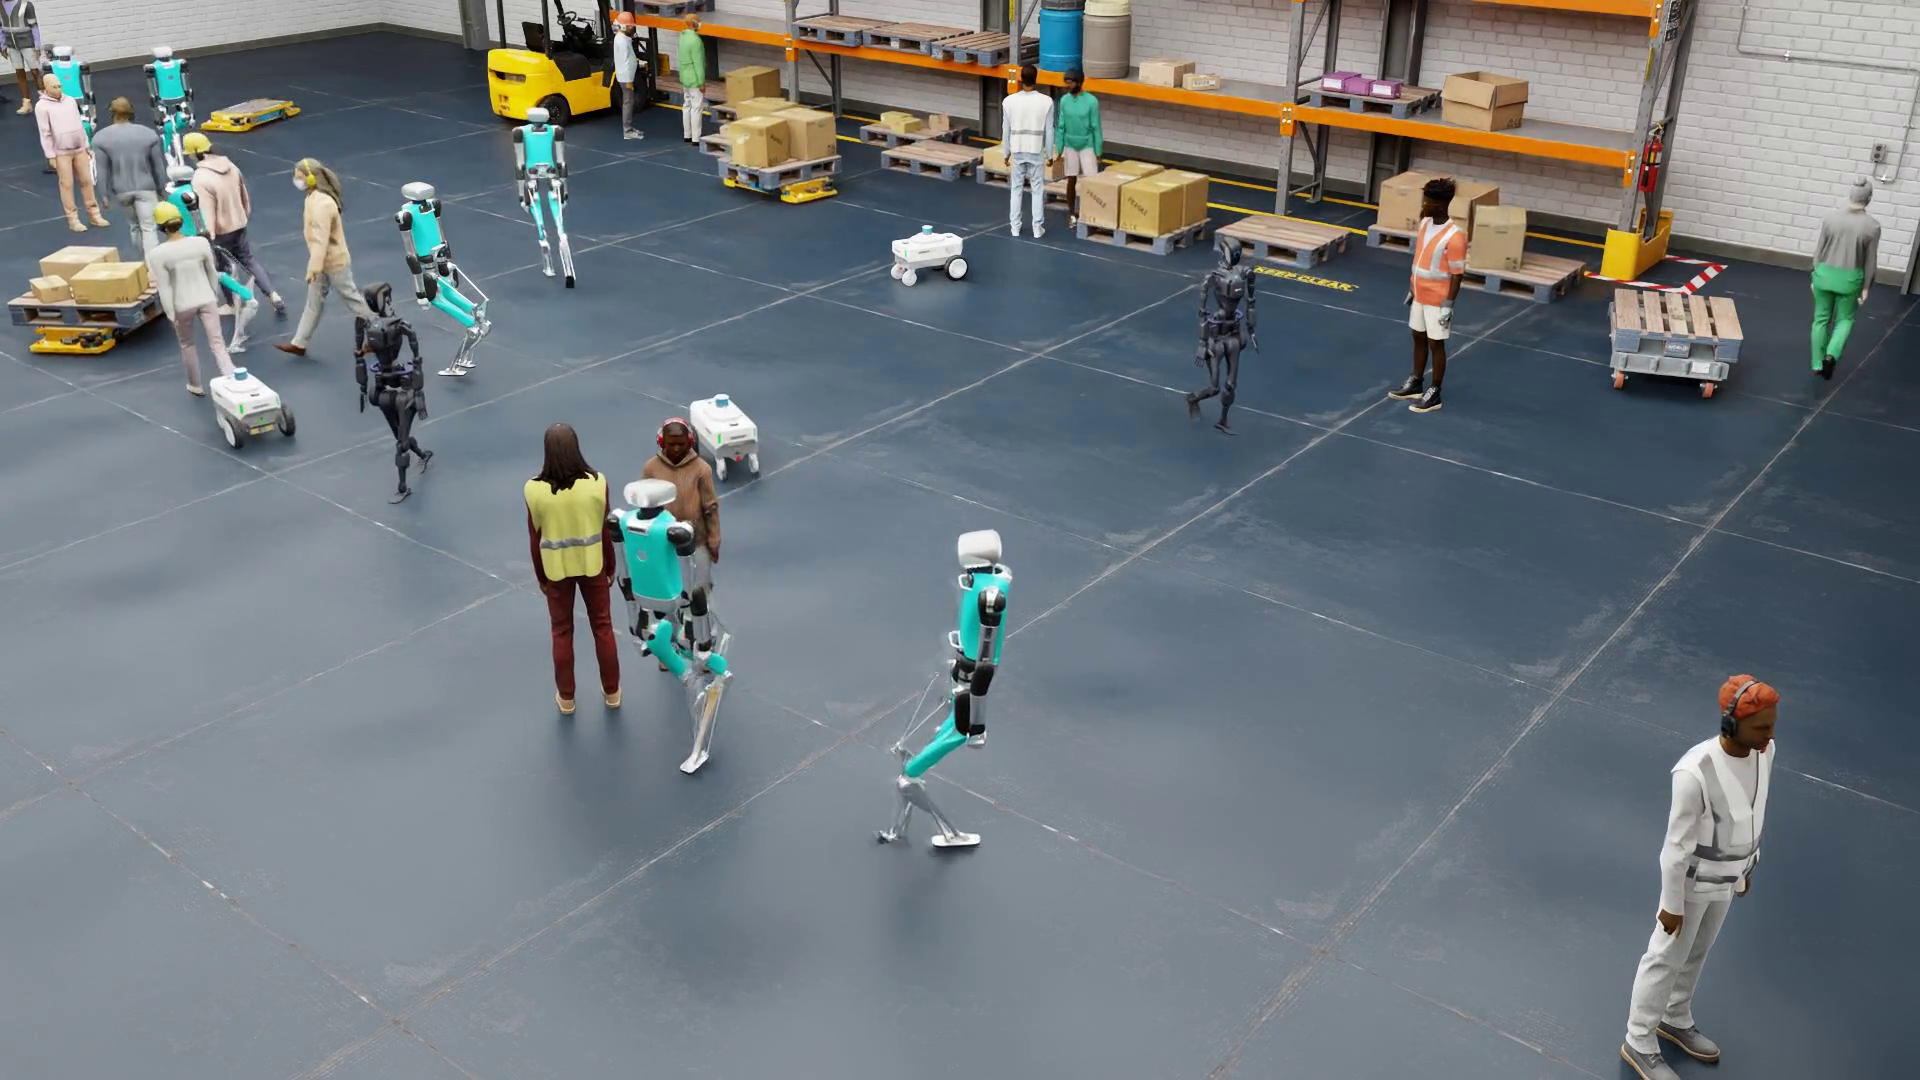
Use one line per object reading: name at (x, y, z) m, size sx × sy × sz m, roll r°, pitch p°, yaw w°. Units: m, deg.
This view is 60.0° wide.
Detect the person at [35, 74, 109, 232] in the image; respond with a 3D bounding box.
person at (-10.222, -4.436, 19.028) m, size 0.408 × 1.773 × 0.542 m, roll 15°, pitch 29°, yaw 27°

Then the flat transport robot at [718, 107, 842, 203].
flat transport robot at (-2.254, -4.474, 20.836) m, size 1.431 × 0.231 × 0.659 m, roll 23°, pitch 34°, yaw 39°

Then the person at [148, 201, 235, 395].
person at (-6.441, -1.975, 13.972) m, size 0.521 × 1.732 × 0.826 m, roll -20°, pitch 32°, yaw -35°

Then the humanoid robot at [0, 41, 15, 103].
humanoid robot at (-15.141, -7.610, 25.790) m, size 0.798 × 1.624 × 0.602 m, roll 7°, pitch 27°, yaw 15°

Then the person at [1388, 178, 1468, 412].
person at (3.924, -2.038, 13.844) m, size 0.366 × 1.961 × 0.608 m, roll -7°, pitch 27°, yaw -15°

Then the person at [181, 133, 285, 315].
person at (-7.026, -3.029, 16.066) m, size 0.737 × 1.828 × 0.854 m, roll 6°, pitch 26°, yaw 13°

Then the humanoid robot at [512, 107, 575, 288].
humanoid robot at (-4.215, -3.472, 17.115) m, size 0.558 × 1.806 × 0.923 m, roll -11°, pitch 28°, yaw -22°

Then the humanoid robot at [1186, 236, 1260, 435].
humanoid robot at (2.108, -1.671, 13.424) m, size 0.590 × 1.646 × 0.465 m, roll -14°, pitch 29°, yaw -27°

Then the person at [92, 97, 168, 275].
person at (-8.503, -3.578, 17.128) m, size 0.634 × 1.896 × 0.928 m, roll -7°, pitch 27°, yaw -13°

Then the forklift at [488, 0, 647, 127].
forklift at (-5.874, -7.334, 24.552) m, size 1.214 × 2.155 × 2.313 m, roll 19°, pitch 32°, yaw 34°

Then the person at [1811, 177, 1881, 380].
person at (7.658, -2.260, 14.465) m, size 0.513 × 1.827 × 0.562 m, roll 18°, pitch 31°, yaw 33°

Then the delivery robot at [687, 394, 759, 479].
delivery robot at (-1.852, -0.843, 13.005) m, size 0.499 × 0.609 × 0.805 m, roll -12°, pitch 28°, yaw -24°

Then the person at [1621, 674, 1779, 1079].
person at (3.062, 1.396, 6.826) m, size 0.574 × 1.882 × 0.356 m, roll -18°, pitch 31°, yaw -32°

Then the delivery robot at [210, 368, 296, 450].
delivery robot at (-5.798, -1.106, 13.519) m, size 0.499 × 0.583 × 0.777 m, roll -21°, pitch 33°, yaw -36°

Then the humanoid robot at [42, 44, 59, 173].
humanoid robot at (-11.671, -5.603, 21.608) m, size 0.805 × 1.618 × 0.613 m, roll -13°, pitch 29°, yaw -26°

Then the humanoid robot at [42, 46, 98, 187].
humanoid robot at (-11.176, -5.371, 21.048) m, size 0.559 × 1.773 × 0.948 m, roll -10°, pitch 28°, yaw -21°

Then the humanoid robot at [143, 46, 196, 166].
humanoid robot at (-9.952, -5.327, 20.928) m, size 0.544 × 1.778 × 0.853 m, roll -23°, pitch 34°, yaw -39°

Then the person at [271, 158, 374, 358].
person at (-5.777, -2.506, 14.959) m, size 0.989 × 1.821 × 0.558 m, roll -14°, pitch 29°, yaw -26°

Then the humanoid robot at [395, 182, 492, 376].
humanoid robot at (-4.373, -2.229, 14.344) m, size 0.735 × 1.677 × 0.533 m, roll 8°, pitch 27°, yaw 16°

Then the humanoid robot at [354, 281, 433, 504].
humanoid robot at (-4.195, -1.151, 12.396) m, size 0.585 × 1.635 × 0.772 m, roll 7°, pitch 27°, yaw 14°

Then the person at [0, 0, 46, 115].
person at (-14.041, -7.387, 24.844) m, size 0.605 × 2.033 × 0.388 m, roll 1°, pitch 26°, yaw 2°

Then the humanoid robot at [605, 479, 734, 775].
humanoid robot at (-1.468, 0.468, 8.983) m, size 0.537 × 1.851 × 0.660 m, roll 13°, pitch 29°, yaw 26°

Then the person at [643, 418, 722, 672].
person at (-1.656, 0.017, 9.951) m, size 0.473 × 1.646 × 0.323 m, roll 1°, pitch 26°, yaw 3°

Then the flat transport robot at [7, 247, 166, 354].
flat transport robot at (-8.177, -2.092, 15.902) m, size 0.659 × 0.231 × 1.431 m, roll 2°, pitch 26°, yaw 4°

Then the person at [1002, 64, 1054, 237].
person at (0.763, -4.365, 18.728) m, size 0.585 × 1.910 × 0.400 m, roll 5°, pitch 26°, yaw 11°

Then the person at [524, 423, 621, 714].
person at (-2.186, 0.183, 9.475) m, size 0.470 × 1.764 × 0.365 m, roll -7°, pitch 27°, yaw -14°

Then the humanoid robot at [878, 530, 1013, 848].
humanoid robot at (-0.123, 0.854, 8.244) m, size 0.755 × 1.899 × 0.541 m, roll -2°, pitch 26°, yaw -4°

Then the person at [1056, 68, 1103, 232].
person at (1.391, -4.467, 19.052) m, size 0.651 × 1.823 × 0.513 m, roll 13°, pitch 29°, yaw 25°

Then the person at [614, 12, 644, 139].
person at (-4.669, -6.542, 23.425) m, size 0.351 × 1.738 × 0.575 m, roll -5°, pitch 26°, yaw -11°

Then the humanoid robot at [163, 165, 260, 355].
humanoid robot at (-6.771, -2.599, 15.267) m, size 0.759 × 1.755 × 0.570 m, roll -23°, pitch 34°, yaw -39°

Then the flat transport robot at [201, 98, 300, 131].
flat transport robot at (-10.471, -6.276, 24.569) m, size 0.659 × 0.231 × 1.431 m, roll 7°, pitch 27°, yaw 14°

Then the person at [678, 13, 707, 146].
person at (-3.679, -6.368, 23.026) m, size 0.386 × 1.777 × 0.544 m, roll -16°, pitch 30°, yaw -29°

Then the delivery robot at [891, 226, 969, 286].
delivery robot at (-0.323, -2.989, 17.449) m, size 0.813 × 0.609 × 0.499 m, roll -13°, pitch 29°, yaw -25°
